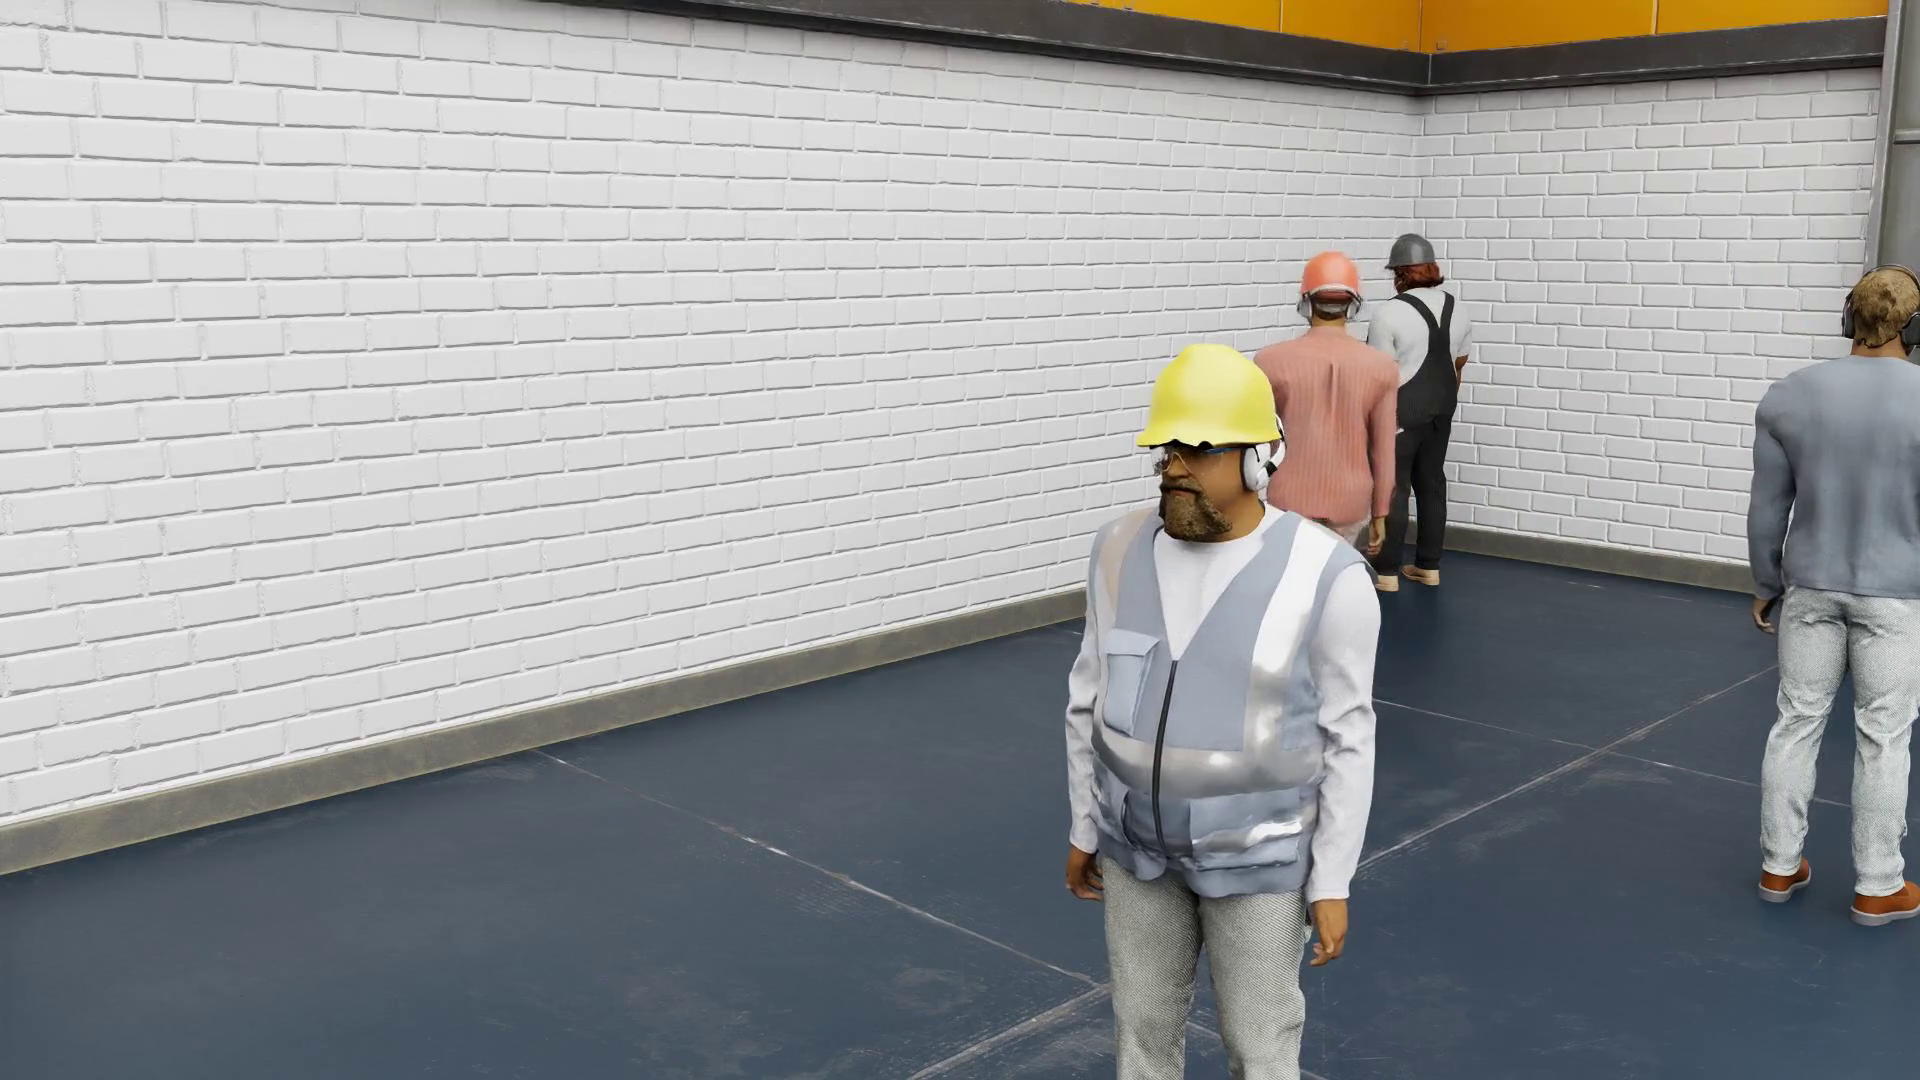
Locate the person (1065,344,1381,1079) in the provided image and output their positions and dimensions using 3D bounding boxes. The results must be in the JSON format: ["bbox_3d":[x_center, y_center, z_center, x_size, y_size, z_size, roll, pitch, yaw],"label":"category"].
[{"bbox_3d":[0.447,0.556,3.080,0.600,1.831,0.404,7,12,33],"label":"person"}]

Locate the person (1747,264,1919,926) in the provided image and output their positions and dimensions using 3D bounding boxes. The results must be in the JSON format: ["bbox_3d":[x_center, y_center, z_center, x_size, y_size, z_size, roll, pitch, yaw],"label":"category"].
[{"bbox_3d":[2.656,0.166,4.917,0.364,1.939,0.636,-10,14,-43],"label":"person"}]

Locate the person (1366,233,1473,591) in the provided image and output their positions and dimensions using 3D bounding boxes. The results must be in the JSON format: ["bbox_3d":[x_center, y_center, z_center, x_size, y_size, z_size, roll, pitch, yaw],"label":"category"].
[{"bbox_3d":[2.537,-0.733,9.539,0.683,2.000,0.538,-6,12,-29],"label":"person"}]

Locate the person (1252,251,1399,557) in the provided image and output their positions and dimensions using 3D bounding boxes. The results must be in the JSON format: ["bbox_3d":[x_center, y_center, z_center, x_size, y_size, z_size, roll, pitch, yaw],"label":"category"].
[{"bbox_3d":[1.431,-0.151,6.585,0.608,1.968,0.873,-1,10,-6],"label":"person"}]
